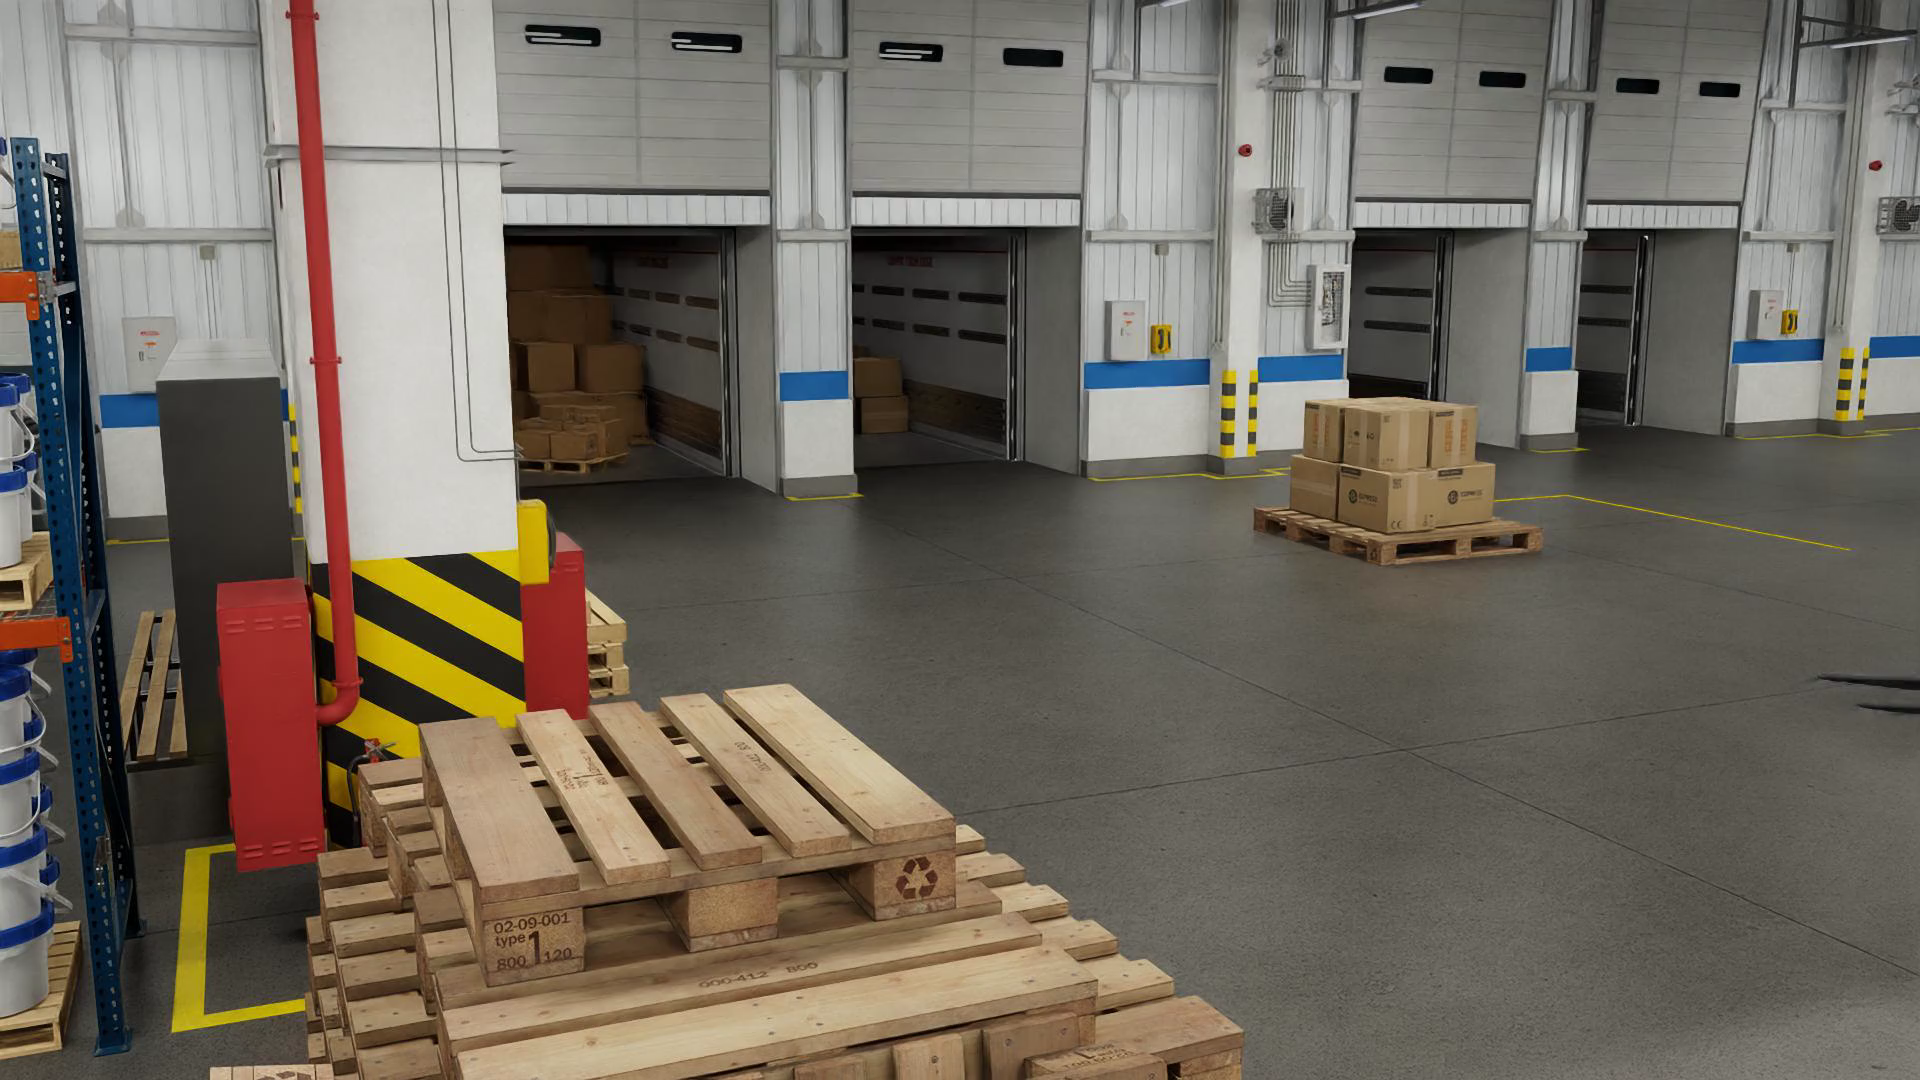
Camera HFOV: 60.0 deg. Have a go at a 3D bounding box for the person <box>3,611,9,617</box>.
[{"bbox_3d":[-4.934,0.301,8.137,0.551,1.932,0.378,-7,12,-34],"label":"person"}]
